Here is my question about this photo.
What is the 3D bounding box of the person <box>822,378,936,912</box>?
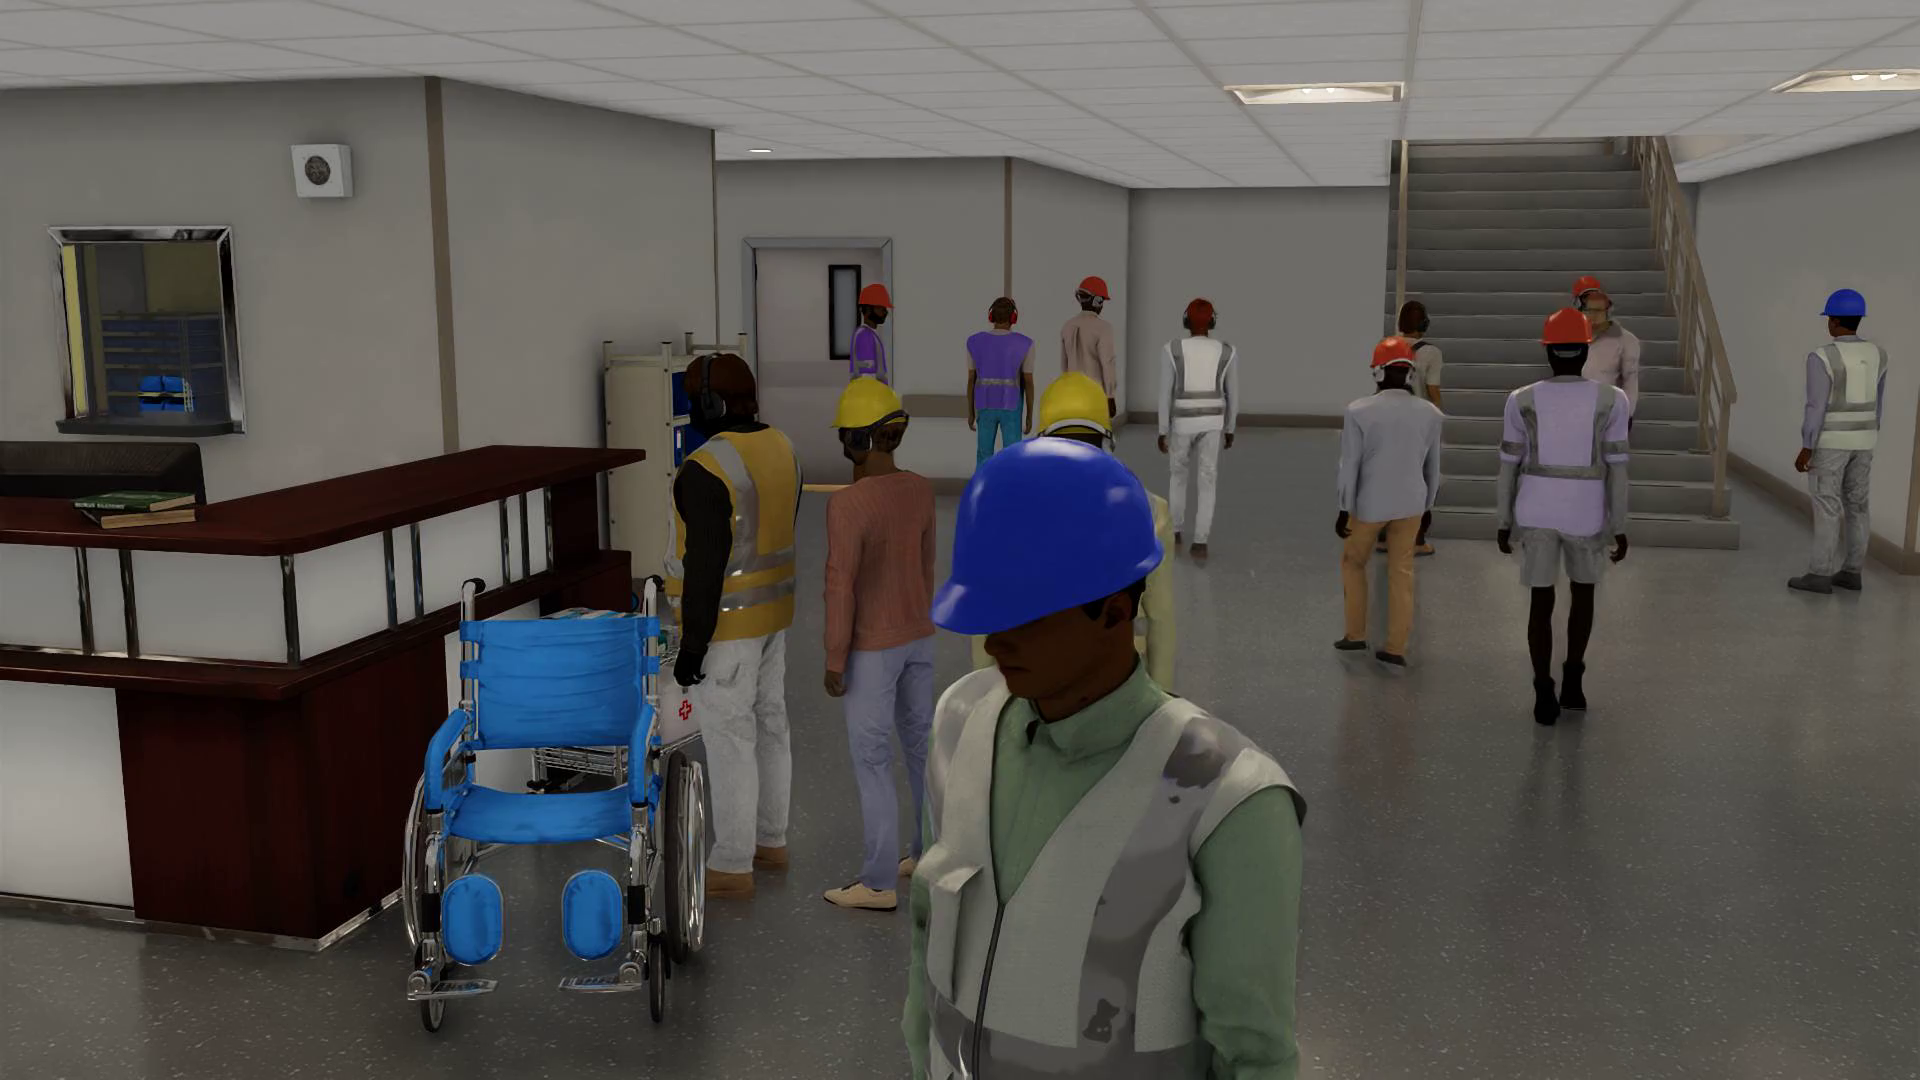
[{"bbox_3d":[-0.276,0.342,5.546,0.349,1.758,0.522,7,12,35],"label":"person"}]

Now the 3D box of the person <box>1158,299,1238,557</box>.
[{"bbox_3d":[1.728,-0.835,12.207,0.602,1.840,0.926,0,10,-1],"label":"person"}]

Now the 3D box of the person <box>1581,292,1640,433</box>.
[{"bbox_3d":[5.005,-1.016,13.193,0.670,1.864,0.935,7,12,34],"label":"person"}]

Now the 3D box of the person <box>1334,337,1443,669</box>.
[{"bbox_3d":[2.239,-0.209,8.831,0.599,1.726,0.630,-2,10,-10],"label":"person"}]

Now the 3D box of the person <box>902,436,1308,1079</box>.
[{"bbox_3d":[0.139,0.826,2.156,0.408,1.937,0.602,-9,13,-43],"label":"person"}]

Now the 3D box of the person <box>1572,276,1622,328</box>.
[{"bbox_3d":[5.338,-1.248,14.219,0.608,1.987,0.391,-2,10,-13],"label":"person"}]

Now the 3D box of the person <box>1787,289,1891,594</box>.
[{"bbox_3d":[5.631,-0.627,10.671,0.605,1.949,0.402,-3,10,-18],"label":"person"}]

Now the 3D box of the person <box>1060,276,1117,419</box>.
[{"bbox_3d":[1.109,-1.235,14.131,0.384,1.991,0.609,-8,13,-39],"label":"person"}]

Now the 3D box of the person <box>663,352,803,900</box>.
[{"bbox_3d":[-0.778,0.289,5.619,0.429,1.839,0.622,4,10,21],"label":"person"}]

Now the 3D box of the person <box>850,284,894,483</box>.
[{"bbox_3d":[-0.715,-1.108,13.546,0.373,1.933,0.549,-1,10,-5],"label":"person"}]

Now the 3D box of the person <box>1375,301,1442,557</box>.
[{"bbox_3d":[3.227,-0.799,12.009,0.517,1.840,0.344,9,13,43],"label":"person"}]

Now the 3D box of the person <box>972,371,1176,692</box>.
[{"bbox_3d":[0.333,0.424,4.867,0.592,1.823,0.403,1,10,7],"label":"person"}]

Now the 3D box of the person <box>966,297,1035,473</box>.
[{"bbox_3d":[0.327,-1.032,13.403,0.560,1.837,0.392,2,10,11],"label":"person"}]

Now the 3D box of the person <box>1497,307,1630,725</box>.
[{"bbox_3d":[2.806,-0.117,7.756,0.587,1.915,0.613,4,10,21],"label":"person"}]
